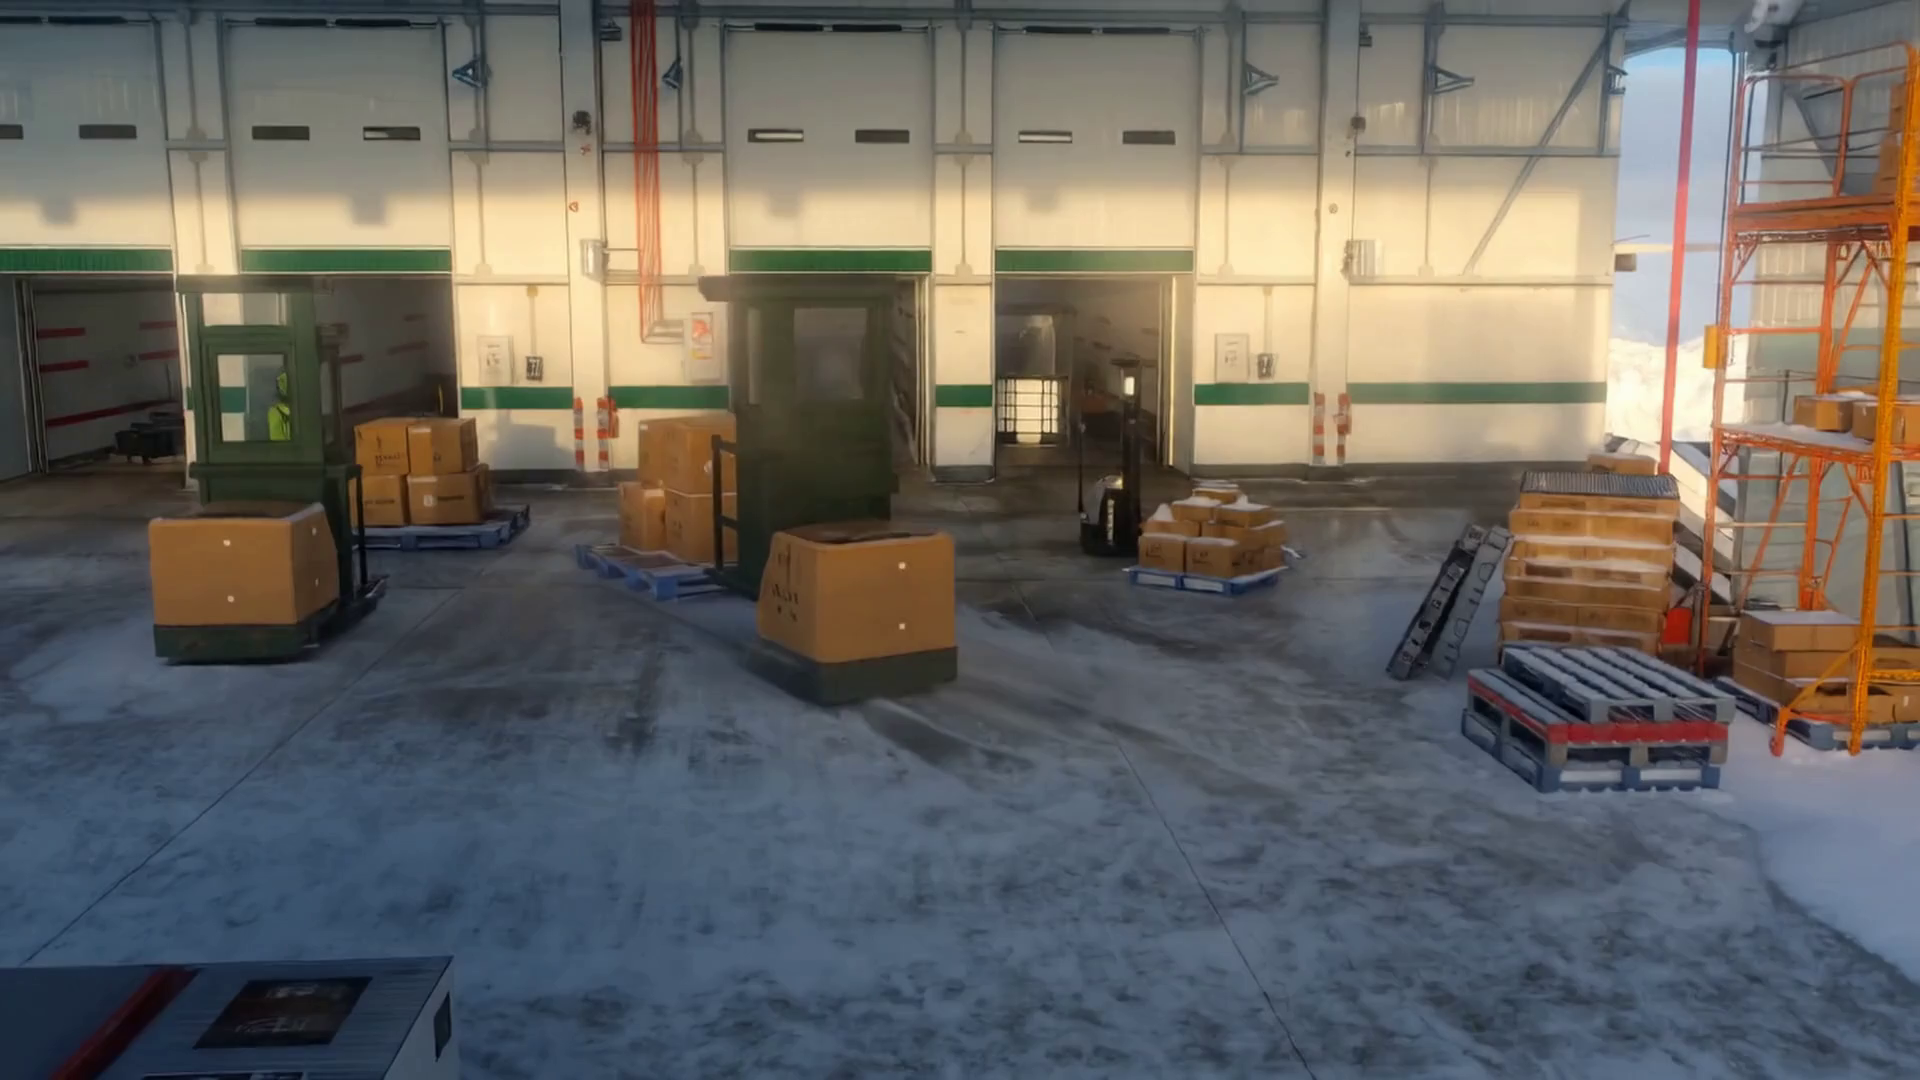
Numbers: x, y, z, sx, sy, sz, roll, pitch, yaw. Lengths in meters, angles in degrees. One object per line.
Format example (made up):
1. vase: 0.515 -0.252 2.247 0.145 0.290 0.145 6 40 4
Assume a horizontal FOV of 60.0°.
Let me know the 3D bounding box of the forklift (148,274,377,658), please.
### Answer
1. forklift: -5.348 -0.627 12.681 1.129 2.768 1.873 -1 9 -4

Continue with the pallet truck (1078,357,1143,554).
1. pallet truck: 2.088 -0.836 16.757 1.885 1.965 0.823 2 9 13

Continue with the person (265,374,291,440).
1. person: -6.415 -0.645 15.915 0.360 1.884 0.574 0 9 -2

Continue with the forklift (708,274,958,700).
1. forklift: -0.905 -0.454 11.595 1.129 2.768 1.873 -5 11 -30
